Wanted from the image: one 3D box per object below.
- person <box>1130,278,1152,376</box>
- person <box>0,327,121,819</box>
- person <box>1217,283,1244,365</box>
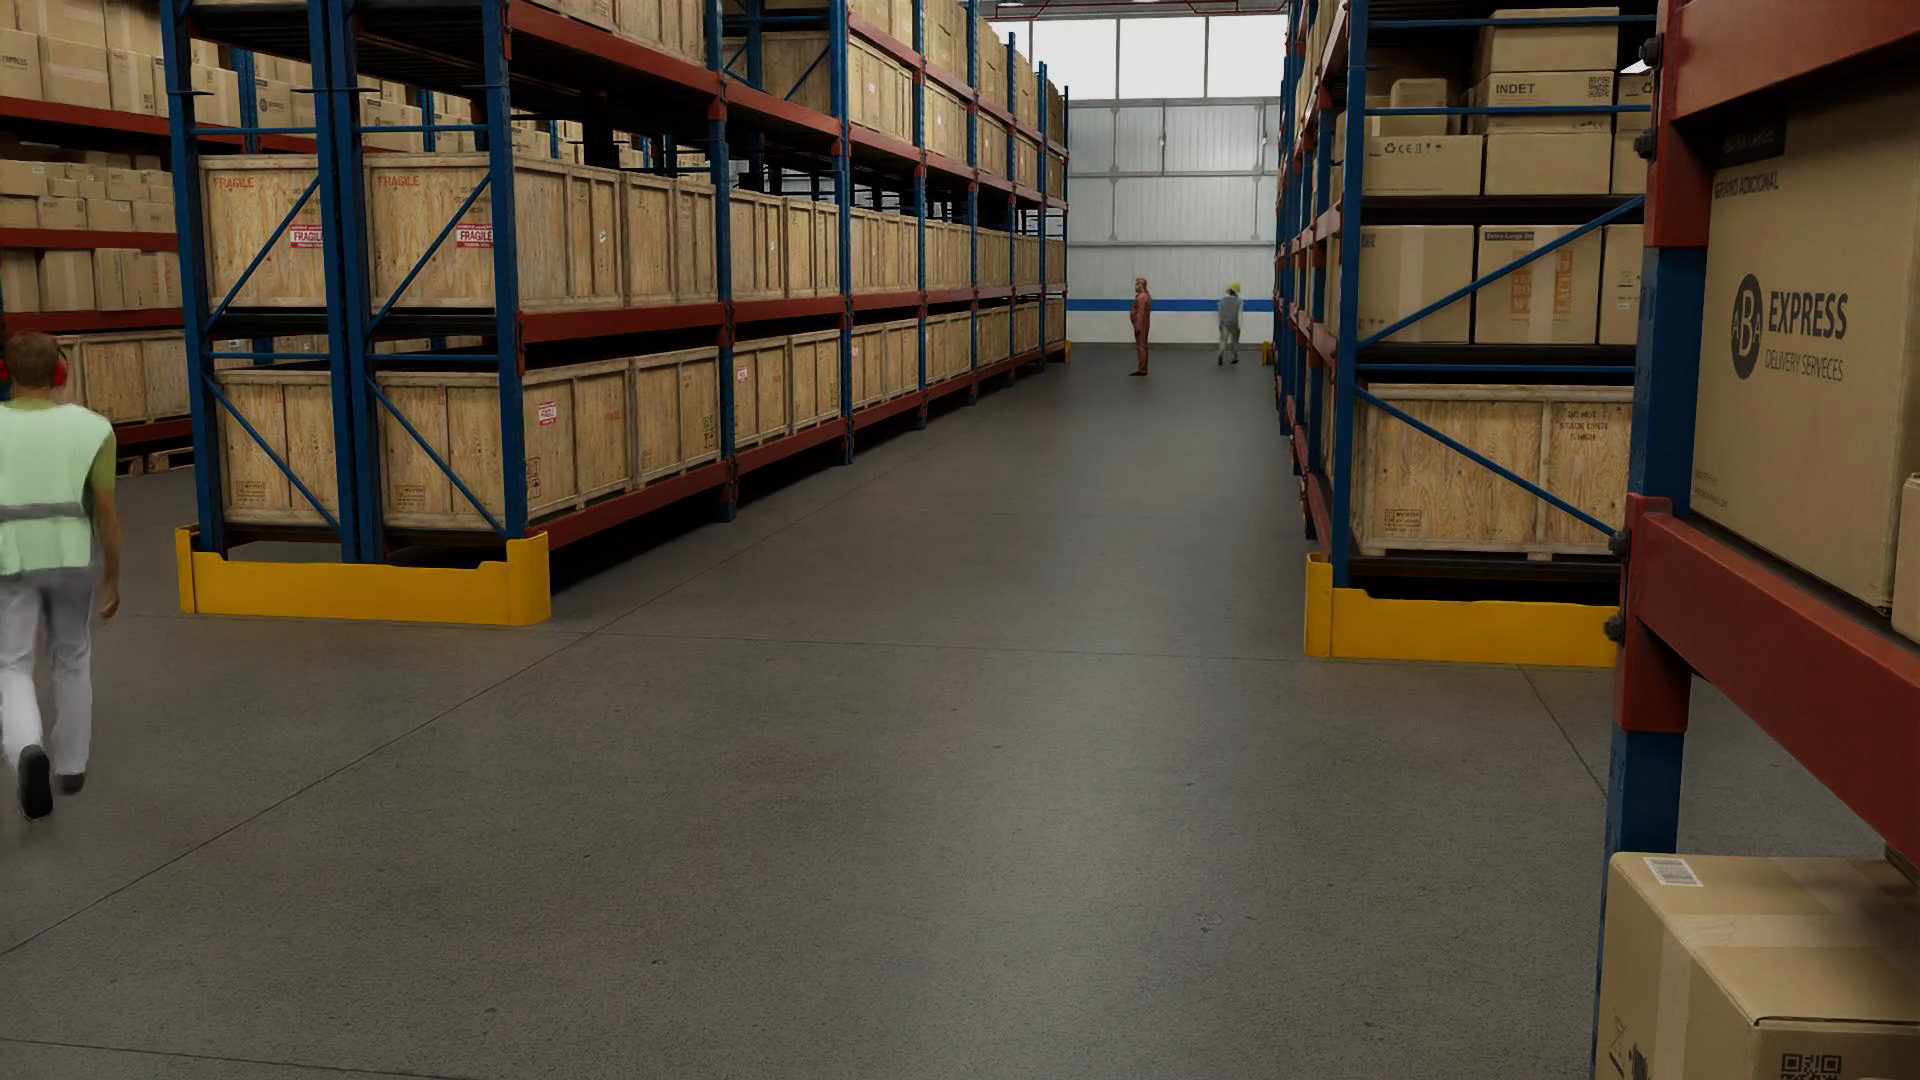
[{"bbox_3d":[3.530,-4.173,32.589,0.409,1.907,0.650,3,10,16],"label":"person"},{"bbox_3d":[-3.434,0.121,6.219,0.582,1.820,0.762,-6,11,-32],"label":"person"},{"bbox_3d":[5.907,-4.725,36.419,0.598,1.792,0.890,5,10,29],"label":"person"}]
